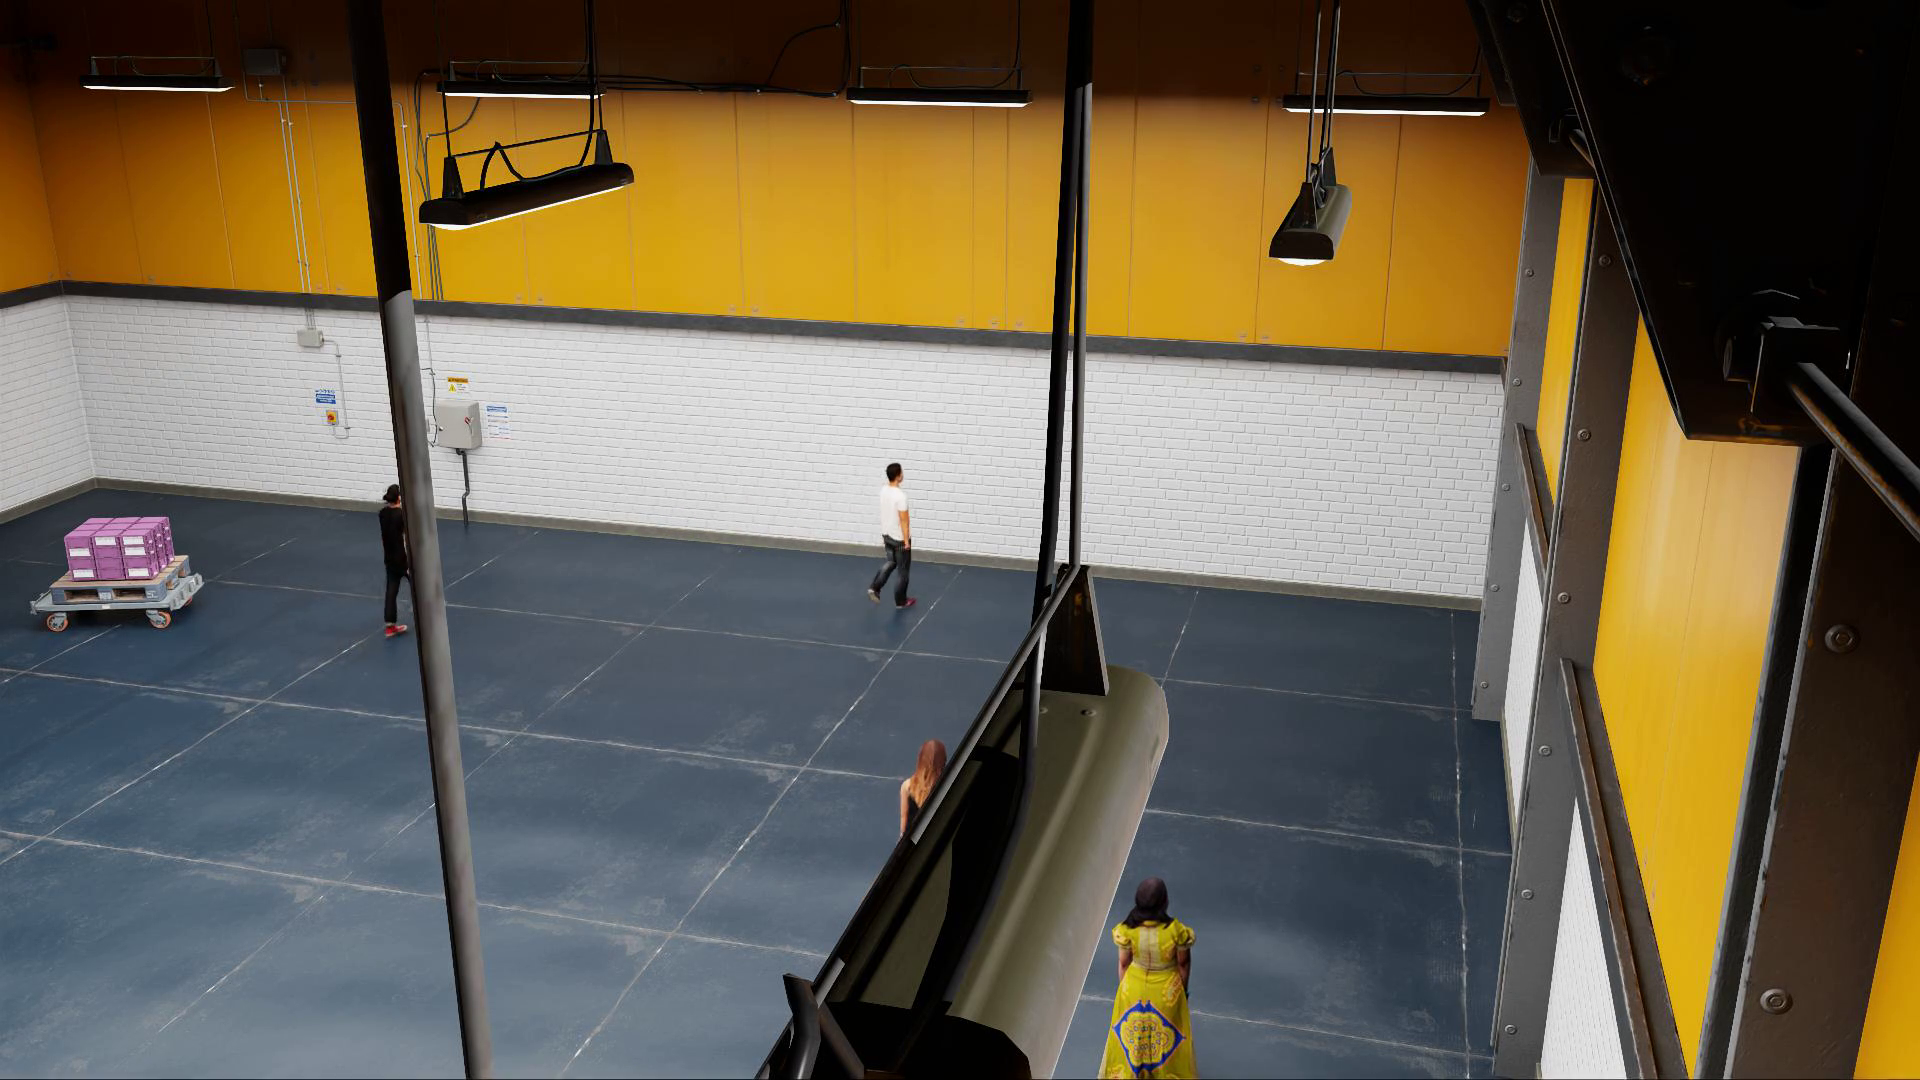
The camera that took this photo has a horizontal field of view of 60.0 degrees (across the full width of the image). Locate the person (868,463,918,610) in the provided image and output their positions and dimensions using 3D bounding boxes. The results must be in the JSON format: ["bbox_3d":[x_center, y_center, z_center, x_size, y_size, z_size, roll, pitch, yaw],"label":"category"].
[{"bbox_3d":[-0.824,-0.028,19.504,1.000,1.791,0.906,-15,24,-38],"label":"person"}]

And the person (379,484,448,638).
[{"bbox_3d":[-6.375,0.262,18.756,0.782,1.719,1.139,9,20,24],"label":"person"}]

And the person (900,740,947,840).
[{"bbox_3d":[-0.258,2.346,12.583,0.617,1.710,0.682,2,19,7],"label":"person"}]

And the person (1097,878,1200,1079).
[{"bbox_3d":[1.251,2.963,10.831,0.868,1.658,0.794,3,19,9],"label":"person"}]
